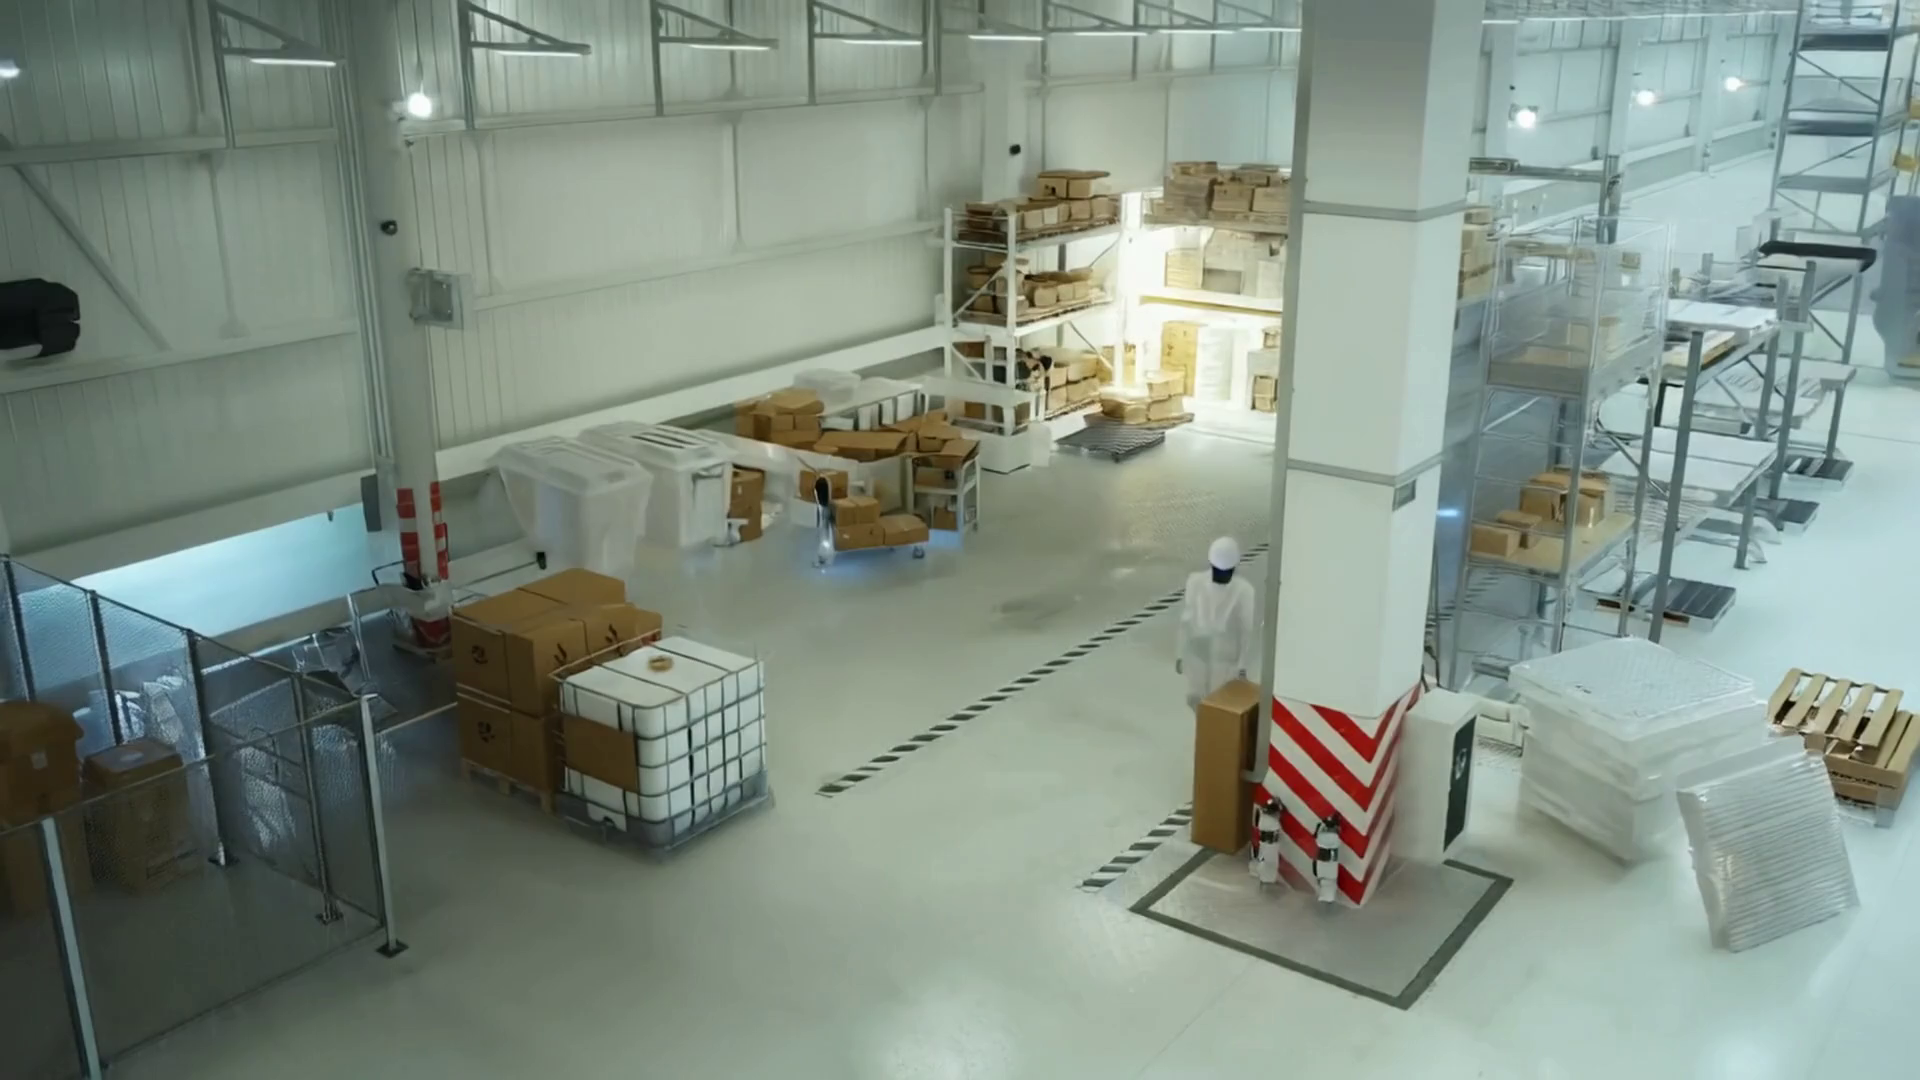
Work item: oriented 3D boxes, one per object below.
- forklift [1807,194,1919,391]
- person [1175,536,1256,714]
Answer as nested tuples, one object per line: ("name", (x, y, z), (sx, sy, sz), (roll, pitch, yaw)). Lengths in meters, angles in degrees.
("forklift", (14.147, -3.795, 25.234), (1.873, 2.768, 1.129), (13, 22, 34))
("person", (1.936, 0.842, 12.569), (0.569, 1.914, 0.549), (8, 20, 22))
